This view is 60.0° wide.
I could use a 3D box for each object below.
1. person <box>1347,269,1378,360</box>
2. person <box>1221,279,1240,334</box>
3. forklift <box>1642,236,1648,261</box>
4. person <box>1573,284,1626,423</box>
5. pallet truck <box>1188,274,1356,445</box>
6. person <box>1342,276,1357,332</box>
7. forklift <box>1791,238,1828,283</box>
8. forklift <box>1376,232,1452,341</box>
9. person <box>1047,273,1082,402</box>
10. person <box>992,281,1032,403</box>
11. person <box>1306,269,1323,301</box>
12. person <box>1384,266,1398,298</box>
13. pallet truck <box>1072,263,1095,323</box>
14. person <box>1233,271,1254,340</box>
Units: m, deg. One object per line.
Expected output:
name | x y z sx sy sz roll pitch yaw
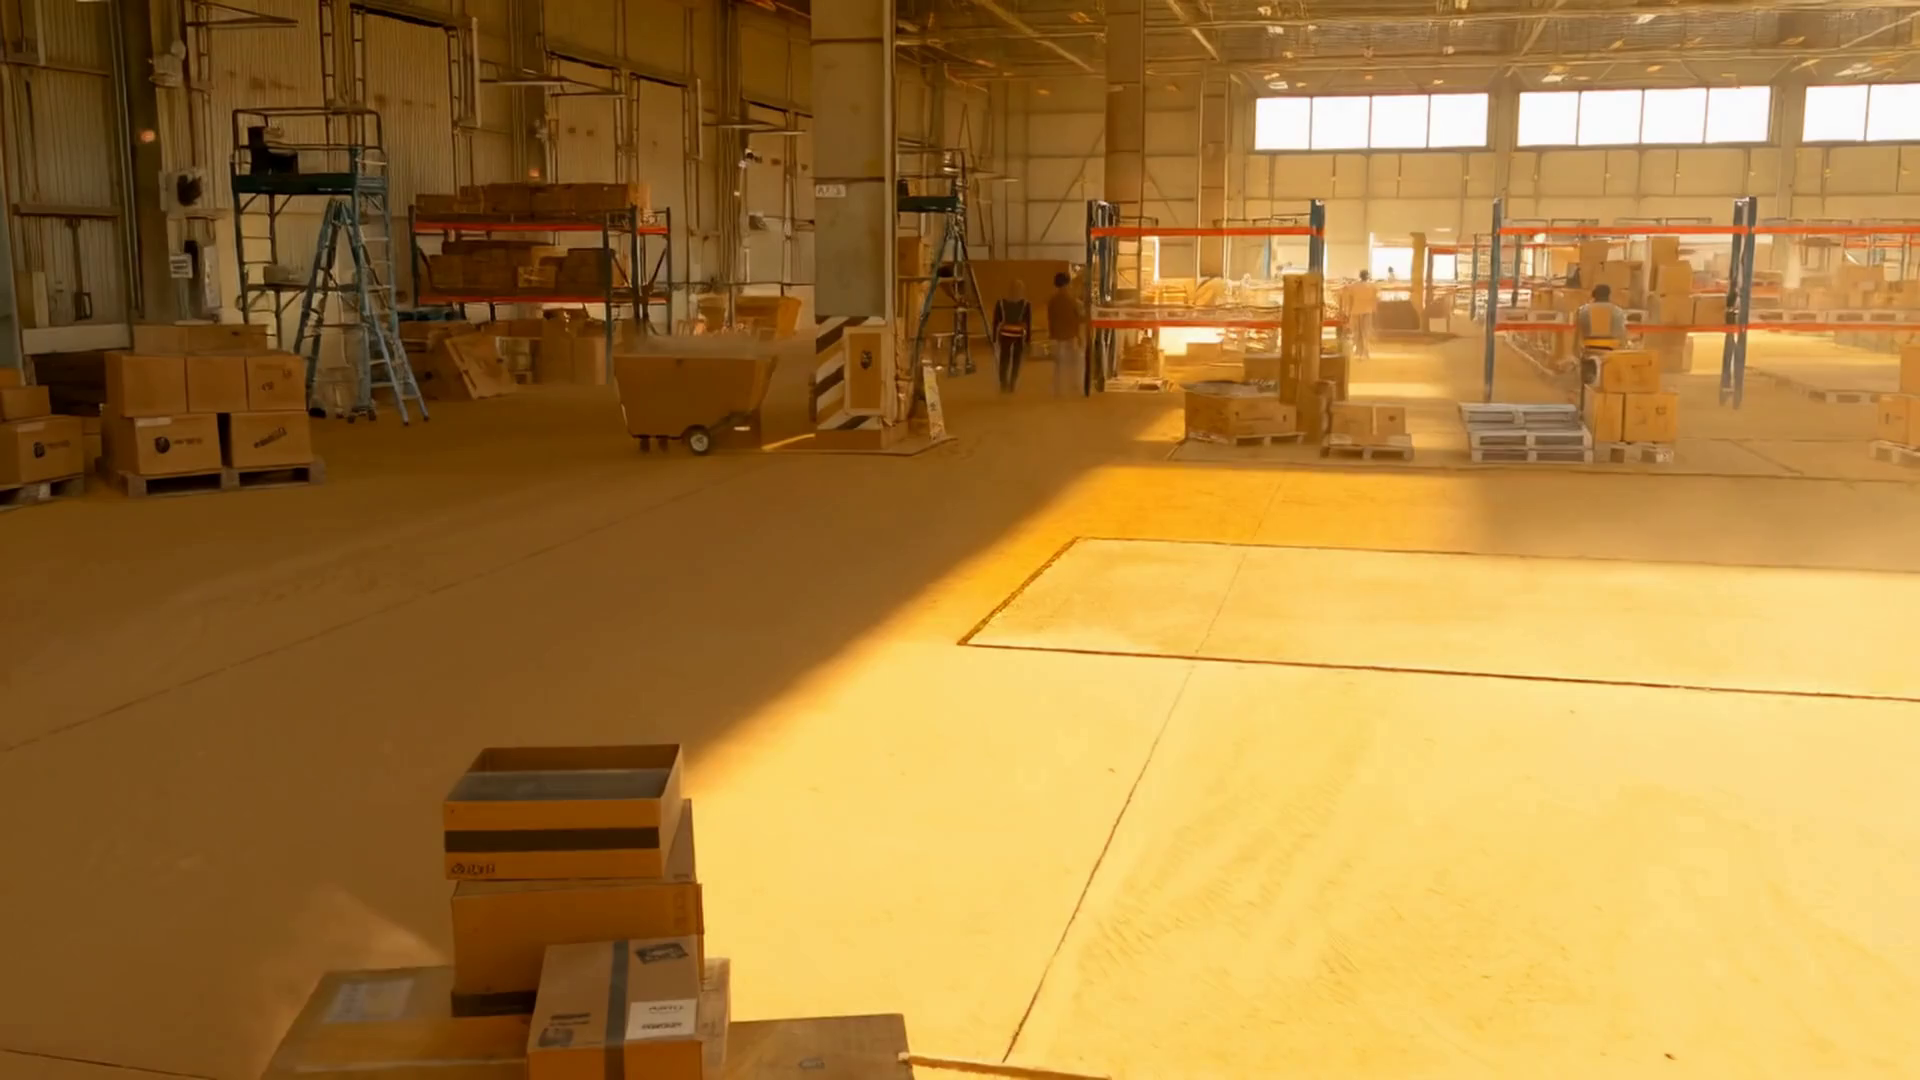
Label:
person | 8.530 -4.783 35.338 0.630 1.940 0.372 6 11 32
person | 7.491 -6.433 46.107 0.548 1.592 0.892 3 10 17
forklift | 20.818 -7.701 49.749 1.129 2.768 1.873 -2 10 -11
person | 8.200 -2.359 21.349 0.620 1.845 0.430 4 10 22
pallet truck | 3.653 -2.138 19.590 1.885 1.965 0.823 -4 10 -20
person | 9.848 -5.747 41.696 0.500 1.702 0.848 0 10 1
forklift | 28.004 -8.582 54.931 1.129 2.768 1.873 2 10 14
forklift | 11.835 -6.584 43.170 1.873 2.768 1.129 2 10 14
person | 1.607 -3.063 25.261 0.780 1.968 0.393 -9 13 -42
person | 0.789 -3.000 25.175 0.572 1.838 0.959 -1 10 -9
person | 9.001 -6.035 42.794 0.629 1.913 0.925 -2 10 -13
person | 14.719 -8.374 56.664 0.360 1.888 0.668 -5 11 -28
pallet truck | 4.325 -8.180 55.162 0.823 1.965 1.885 6 11 31
person | 7.260 -5.950 42.522 0.527 1.830 0.498 -5 11 -28
